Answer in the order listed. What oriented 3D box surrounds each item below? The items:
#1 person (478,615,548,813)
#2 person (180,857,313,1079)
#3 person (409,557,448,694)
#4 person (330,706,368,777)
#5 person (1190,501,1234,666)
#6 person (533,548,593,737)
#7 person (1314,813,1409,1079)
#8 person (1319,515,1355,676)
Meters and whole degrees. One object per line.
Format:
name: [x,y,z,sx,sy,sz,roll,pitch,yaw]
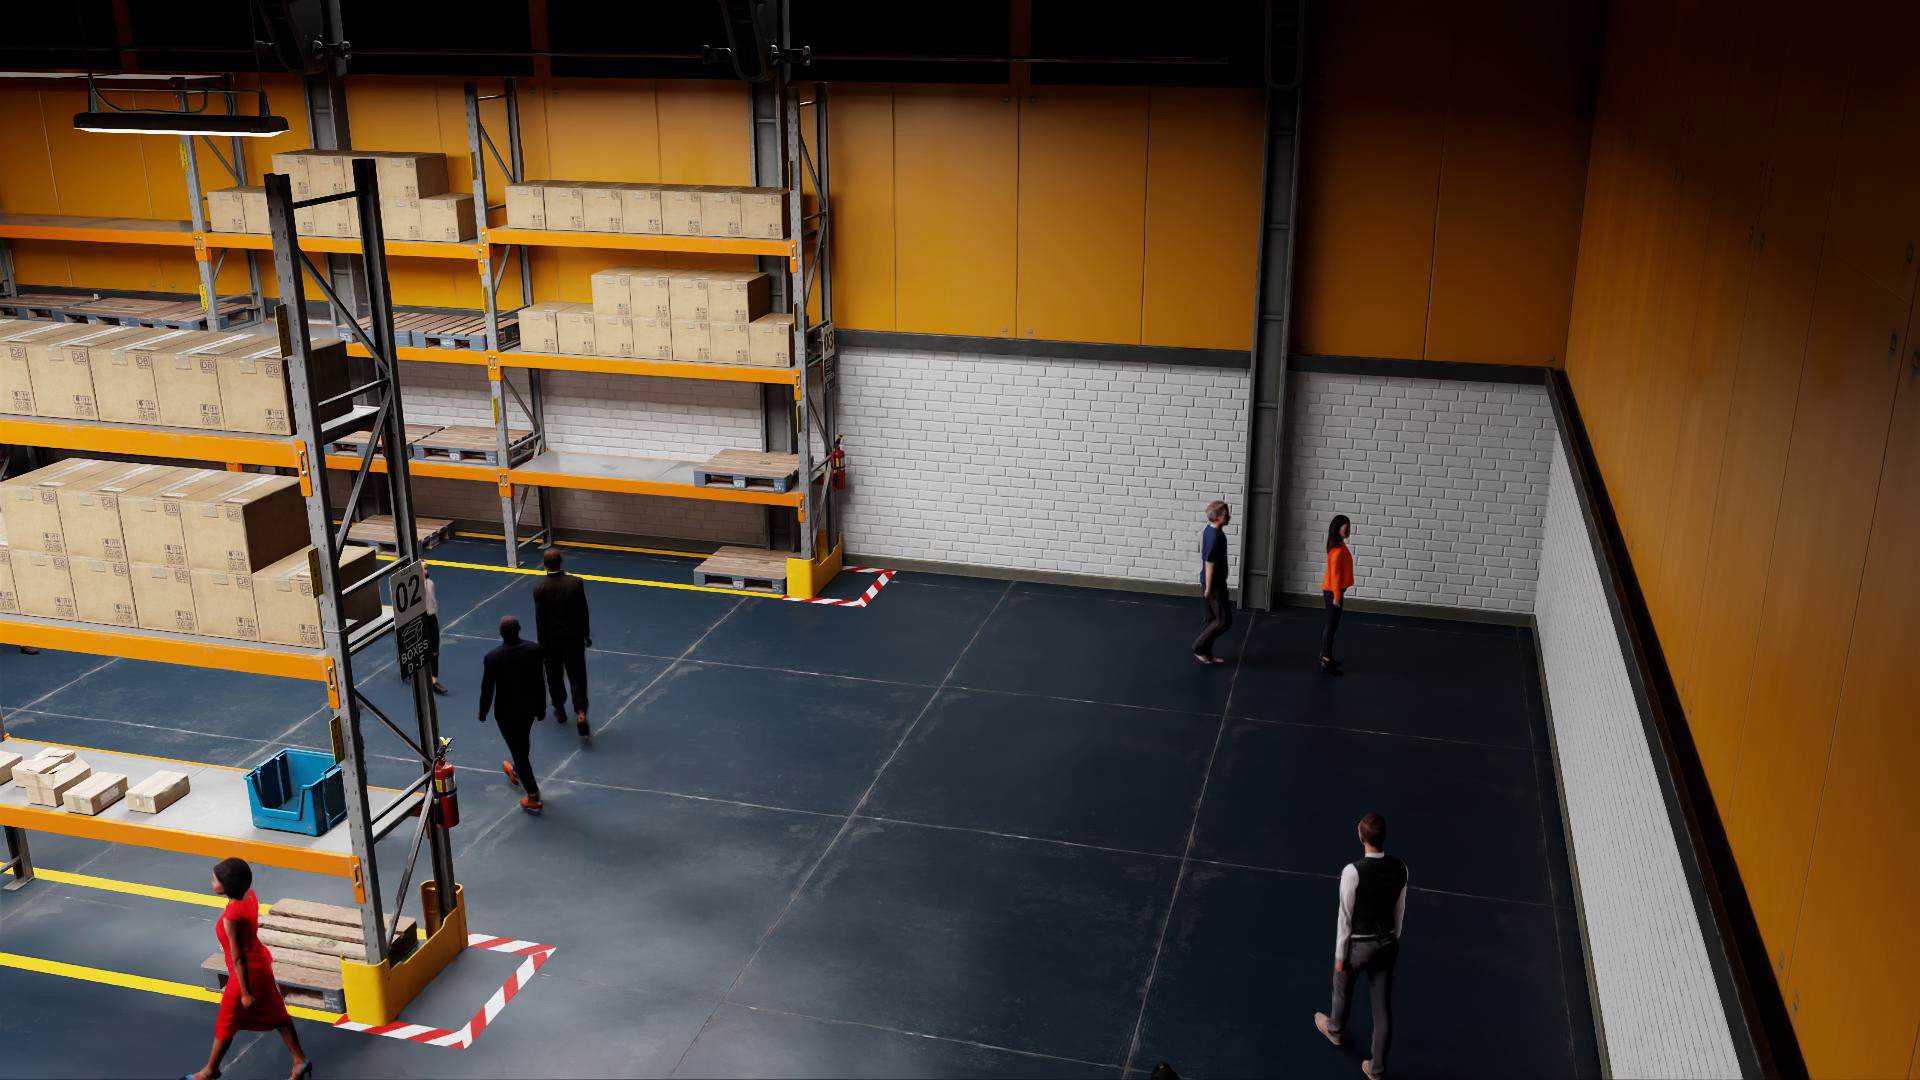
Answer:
person: [-3.915,1.577,14.829,1.066,1.777,1.231,-17,25,-42]
person: [-4.605,2.902,11.004,1.150,1.707,0.863,-2,19,-6]
person: [-5.651,0.878,17.381,0.937,1.472,0.741,13,22,33]
person: [-5.265,1.990,14.430,0.588,1.249,0.559,0,19,0]
person: [2.662,0.470,17.984,0.698,1.860,0.700,3,19,9]
person: [-3.869,1.020,16.326,1.254,1.877,1.189,-6,20,-18]
person: [2.763,2.769,11.080,1.101,1.911,1.047,-3,19,-10]
person: [4.018,0.567,17.871,0.538,1.749,0.610,4,19,13]
